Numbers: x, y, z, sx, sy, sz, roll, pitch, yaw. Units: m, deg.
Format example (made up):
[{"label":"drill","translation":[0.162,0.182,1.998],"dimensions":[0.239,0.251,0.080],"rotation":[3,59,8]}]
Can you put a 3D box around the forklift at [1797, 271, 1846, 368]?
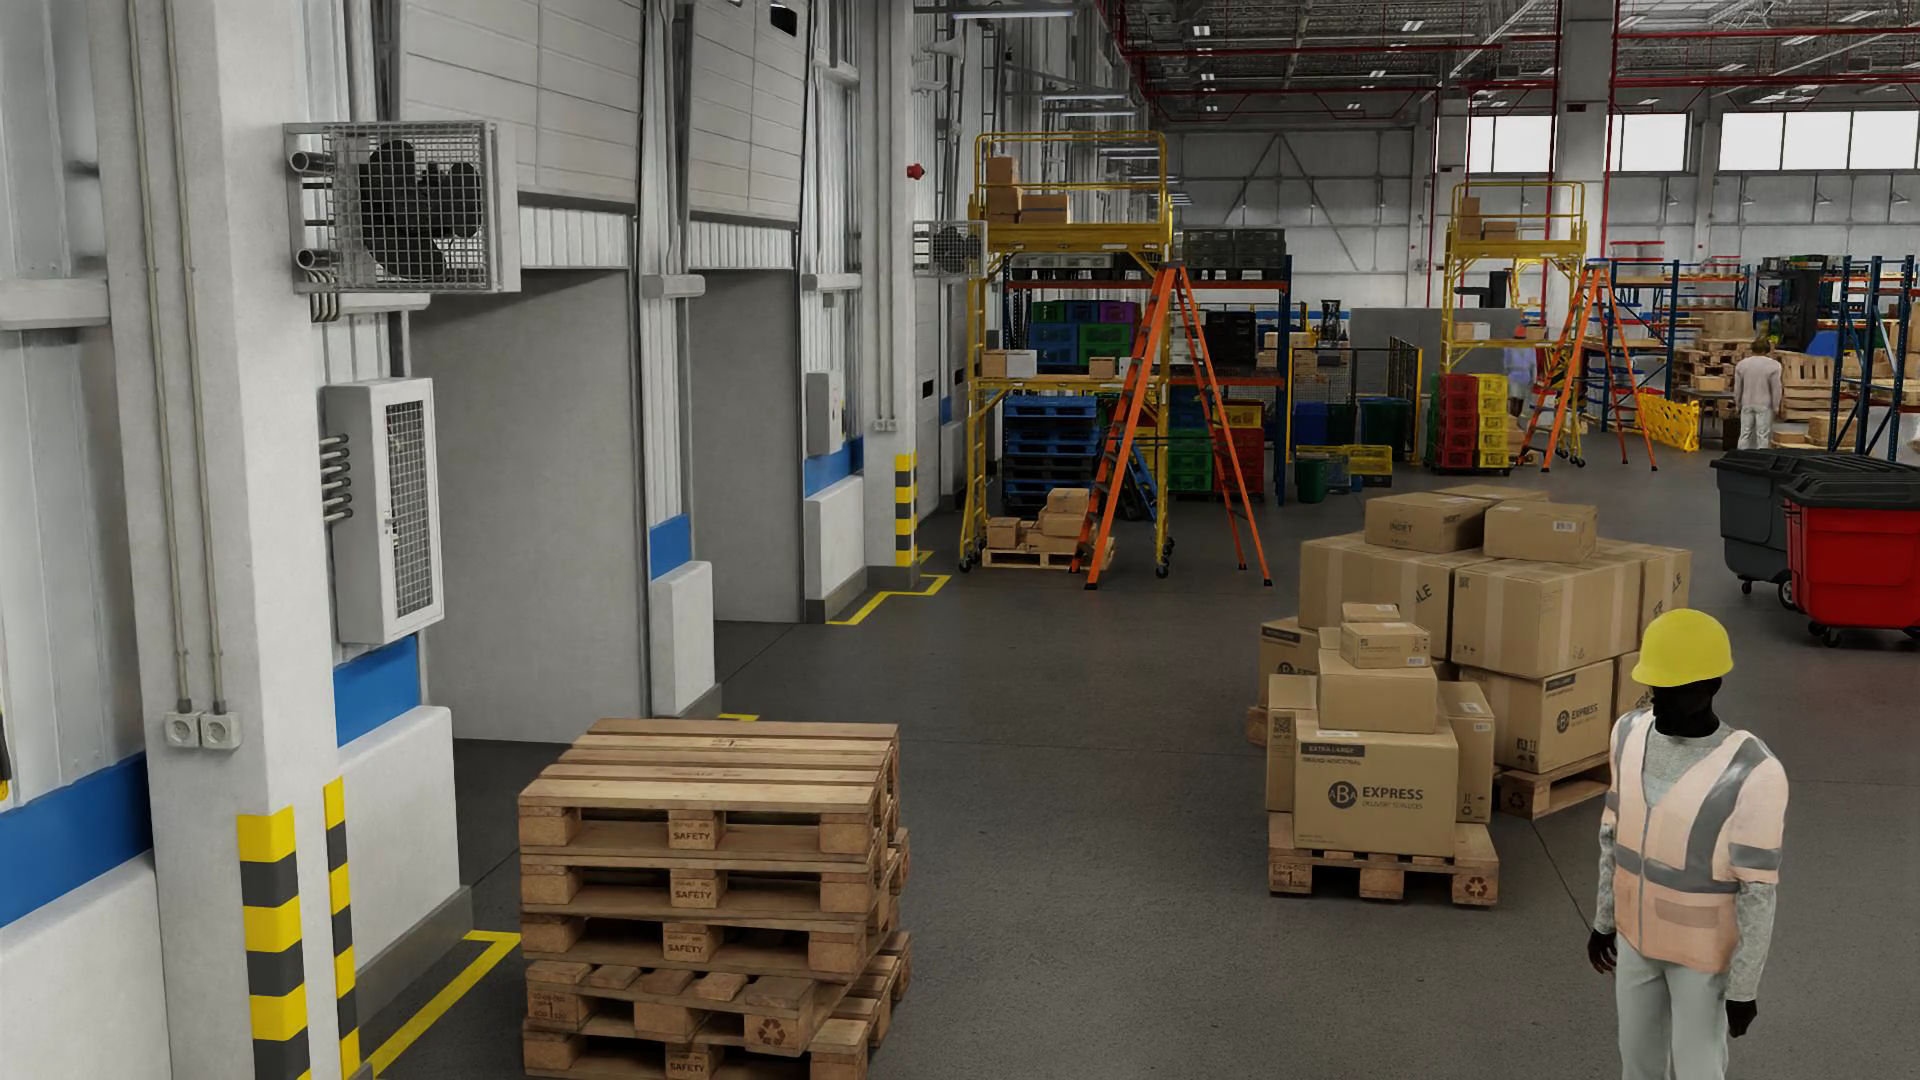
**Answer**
[{"label":"forklift","translation":[24.435,-6.355,47.962],"dimensions":[1.873,2.768,1.129],"rotation":[1,9,9]}]

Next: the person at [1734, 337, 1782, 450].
[{"label":"person","translation":[11.006,-1.831,22.959],"dimensions":[0.372,1.940,0.630],"rotation":[-9,13,-42]}]

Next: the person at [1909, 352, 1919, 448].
[{"label":"person","translation":[15.517,-2.340,26.726],"dimensions":[0.323,1.736,0.488],"rotation":[4,10,25]}]

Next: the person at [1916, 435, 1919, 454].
[{"label":"person","translation":[14.860,-2.136,25.184],"dimensions":[0.523,1.826,0.642],"rotation":[-6,11,-31]}]

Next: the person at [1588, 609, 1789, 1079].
[{"label":"person","translation":[2.033,1.133,4.746],"dimensions":[0.395,1.918,0.586],"rotation":[-4,10,-23]}]

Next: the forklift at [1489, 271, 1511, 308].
[{"label":"forklift","translation":[13.422,-5.322,41.591],"dimensions":[1.873,2.768,1.129],"rotation":[1,9,9]}]

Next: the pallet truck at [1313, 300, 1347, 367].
[{"label":"pallet truck","translation":[11.159,-6.200,49.718],"dimensions":[0.823,1.965,1.885],"rotation":[4,10,26]}]

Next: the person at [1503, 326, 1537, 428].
[{"label":"person","translation":[9.756,-2.798,29.056],"dimensions":[0.540,1.903,0.964],"rotation":[0,9,2]}]
